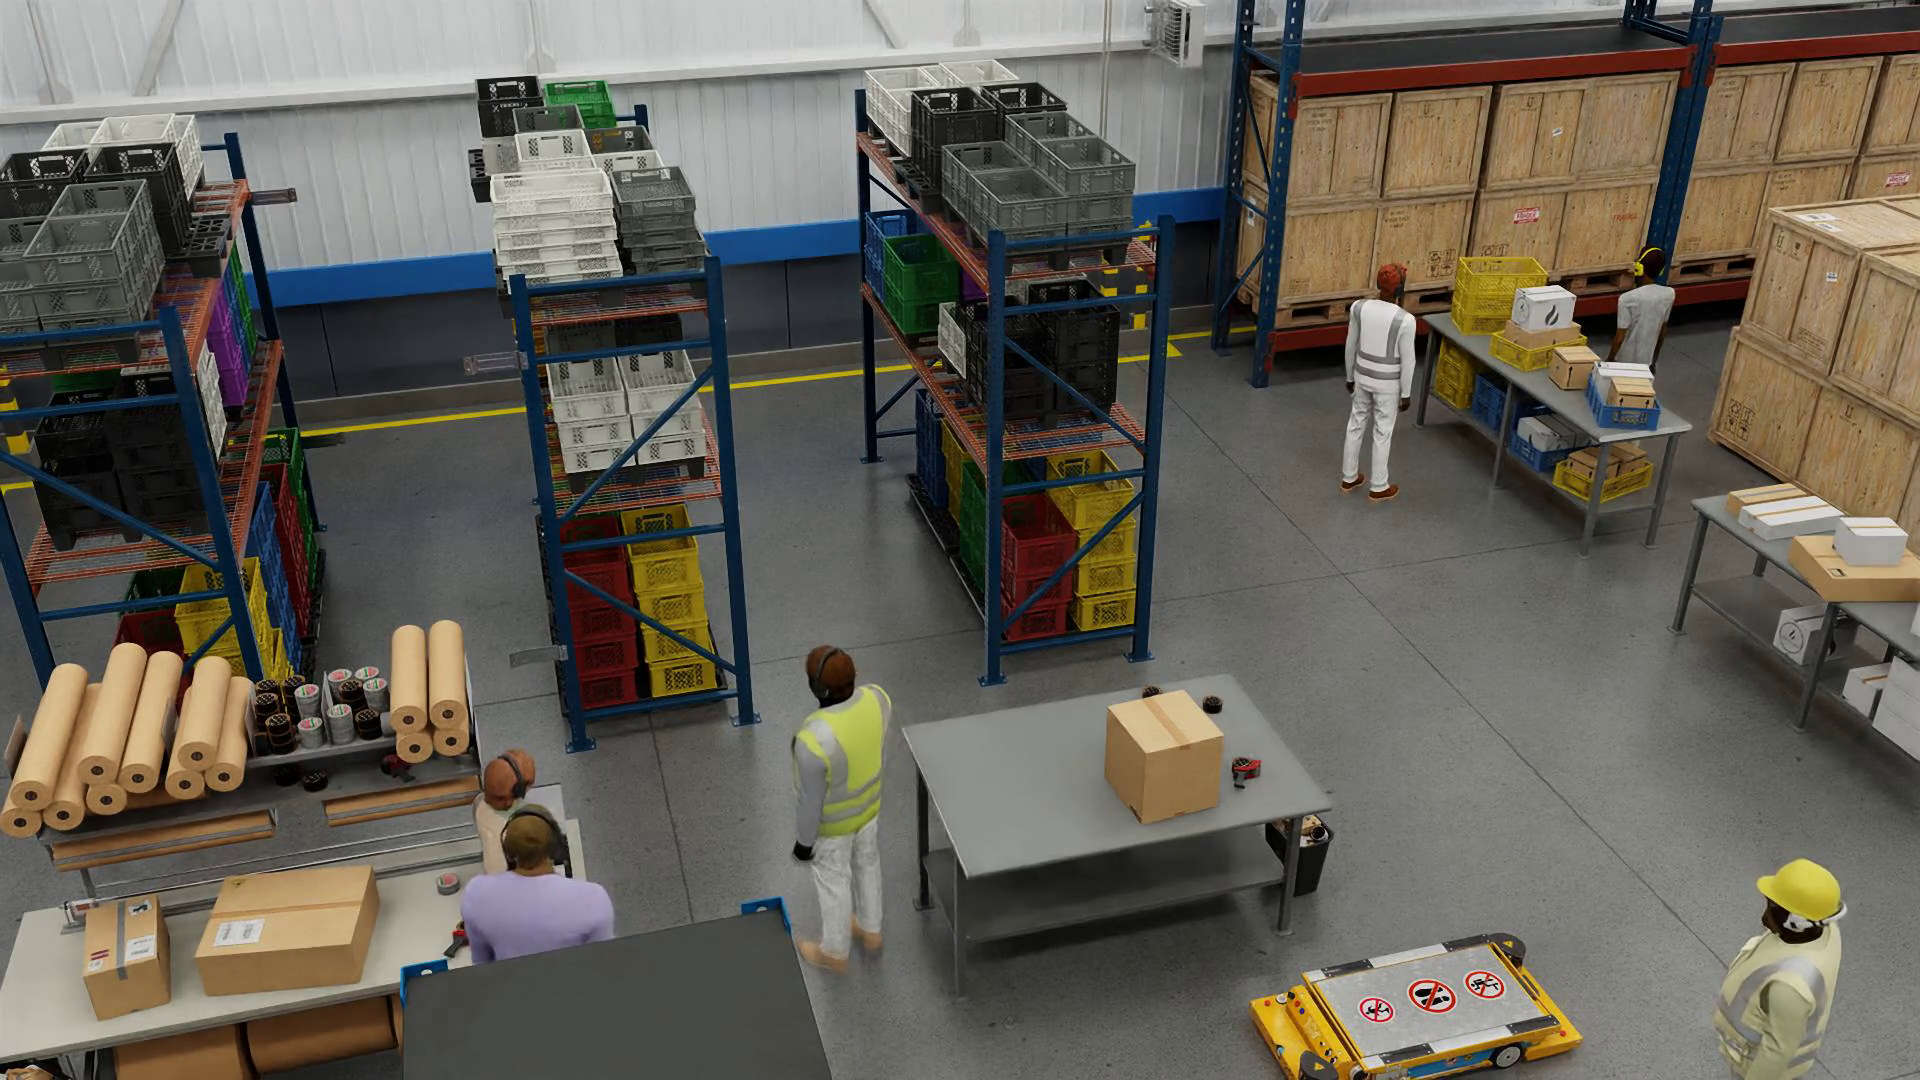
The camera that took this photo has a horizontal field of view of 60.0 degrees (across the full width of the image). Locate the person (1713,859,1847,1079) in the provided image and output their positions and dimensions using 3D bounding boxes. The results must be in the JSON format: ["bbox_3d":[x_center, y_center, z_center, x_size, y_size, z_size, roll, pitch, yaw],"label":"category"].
[{"bbox_3d":[3.271,2.050,6.791,0.404,1.834,0.588,18,33,29],"label":"person"}]

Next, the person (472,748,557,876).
[{"bbox_3d":[-2.017,1.681,7.674,0.515,1.630,0.319,25,37,37],"label":"person"}]

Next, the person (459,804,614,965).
[{"bbox_3d":[-1.697,1.925,6.927,0.637,1.929,0.379,3,29,6],"label":"person"}]

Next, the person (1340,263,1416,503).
[{"bbox_3d":[3.180,-1.193,12.642,0.355,1.883,0.573,-25,38,-38],"label":"person"}]

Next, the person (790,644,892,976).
[{"bbox_3d":[-0.597,1.311,8.130,0.429,1.841,0.631,19,34,30],"label":"person"}]

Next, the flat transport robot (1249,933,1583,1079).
[{"bbox_3d":[2.184,2.282,7.980,1.431,0.197,0.652,-8,30,-14],"label":"flat transport robot"}]

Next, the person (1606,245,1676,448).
[{"bbox_3d":[5.255,-1.400,13.036,0.509,1.870,0.329,-10,30,-17],"label":"person"}]
